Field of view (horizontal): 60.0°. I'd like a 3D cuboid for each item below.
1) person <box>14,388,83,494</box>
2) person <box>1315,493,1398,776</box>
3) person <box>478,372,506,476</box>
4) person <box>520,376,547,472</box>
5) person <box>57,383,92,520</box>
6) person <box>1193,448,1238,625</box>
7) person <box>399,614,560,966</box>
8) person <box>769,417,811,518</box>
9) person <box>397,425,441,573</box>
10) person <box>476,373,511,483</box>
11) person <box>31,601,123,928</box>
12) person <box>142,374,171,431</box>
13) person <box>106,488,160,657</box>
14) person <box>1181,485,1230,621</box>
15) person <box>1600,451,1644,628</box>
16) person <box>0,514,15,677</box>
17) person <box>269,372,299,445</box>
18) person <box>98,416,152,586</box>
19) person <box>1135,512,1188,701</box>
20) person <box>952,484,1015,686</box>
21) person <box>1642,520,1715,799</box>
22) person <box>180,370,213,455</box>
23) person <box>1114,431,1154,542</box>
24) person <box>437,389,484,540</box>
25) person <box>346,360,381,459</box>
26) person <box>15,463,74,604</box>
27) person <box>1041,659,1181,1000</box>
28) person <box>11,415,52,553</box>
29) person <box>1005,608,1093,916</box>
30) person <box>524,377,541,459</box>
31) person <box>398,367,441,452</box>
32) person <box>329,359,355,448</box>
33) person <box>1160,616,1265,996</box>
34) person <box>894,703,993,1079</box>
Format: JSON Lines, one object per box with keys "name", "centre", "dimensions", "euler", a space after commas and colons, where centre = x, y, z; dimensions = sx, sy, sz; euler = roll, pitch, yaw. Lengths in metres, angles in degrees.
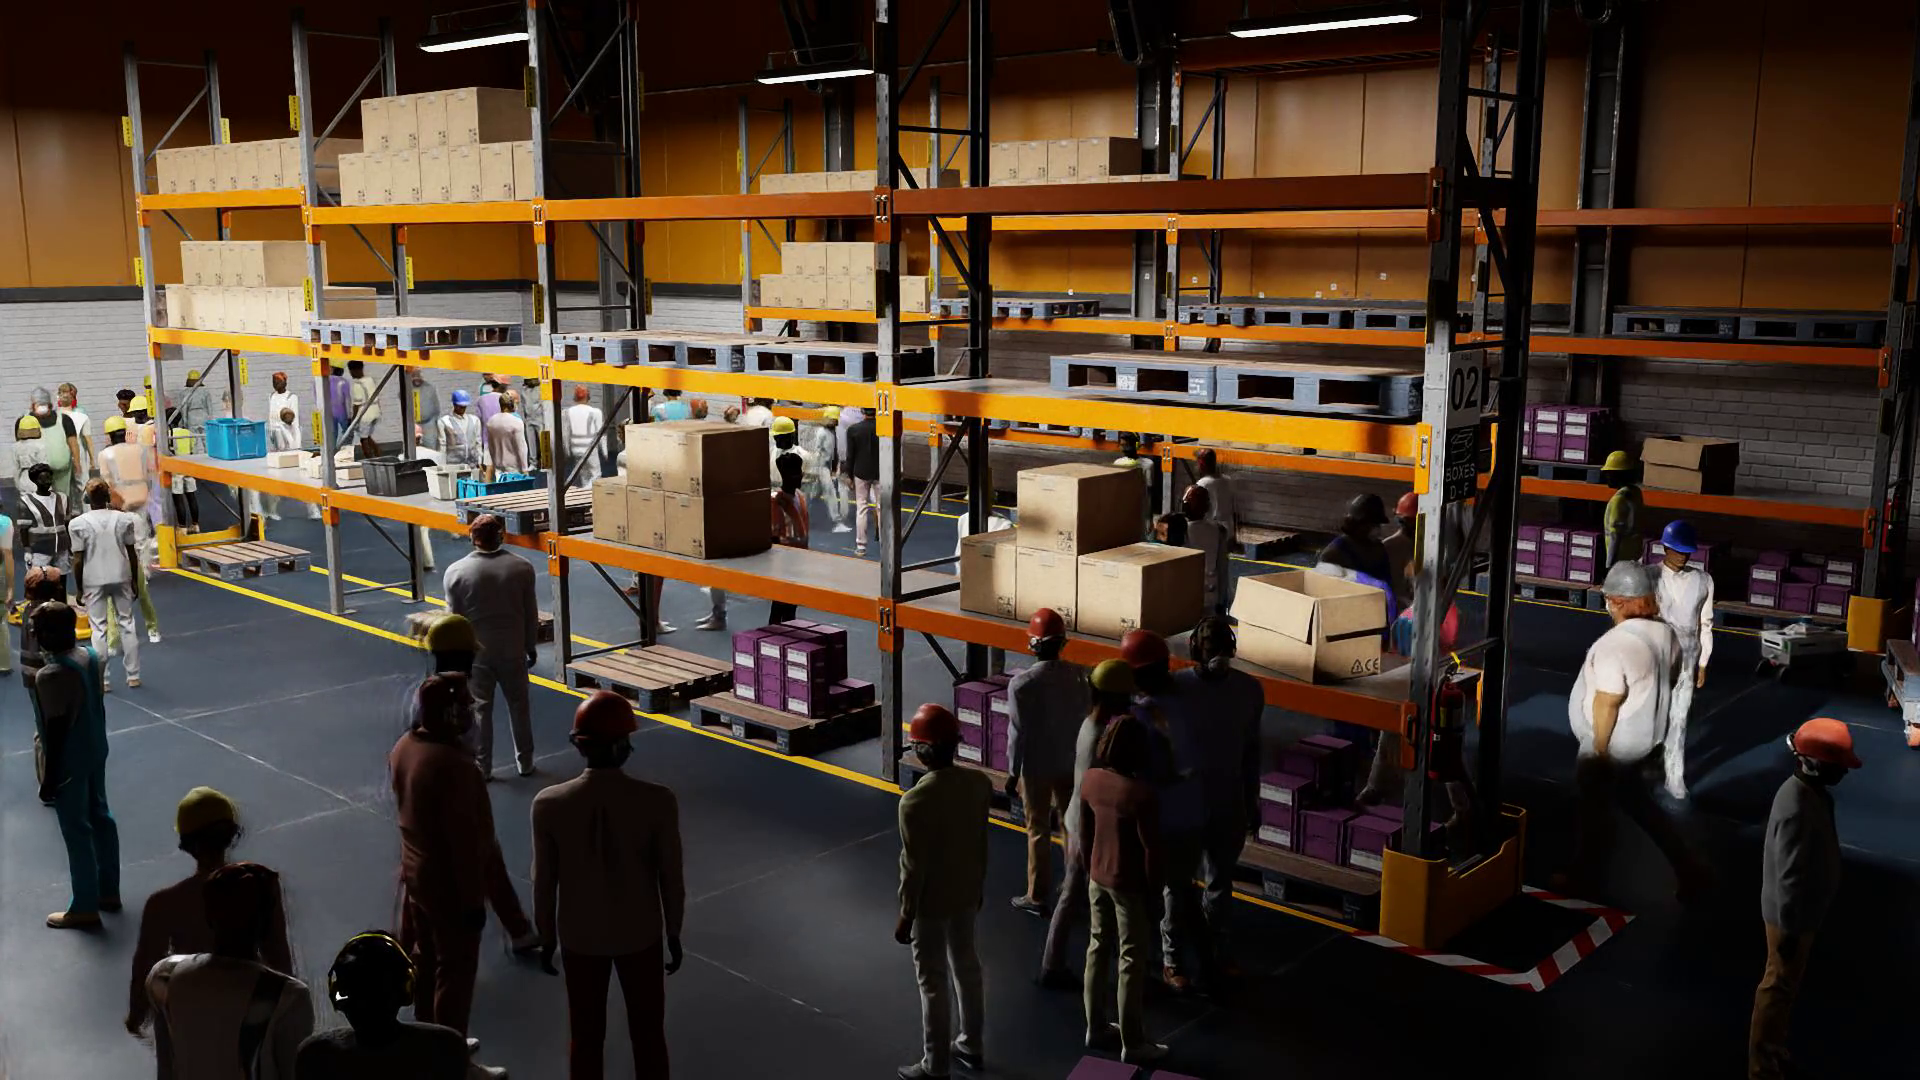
{"name": "person", "centre": [-11.689, -1.000, 21.345], "dimensions": [0.690, 2.000, 1.015], "euler": [-7, 12, -35]}
{"name": "person", "centre": [2.980, 0.659, 11.966], "dimensions": [0.694, 2.000, 0.753], "euler": [-9, 14, -43]}
{"name": "person", "centre": [-7.680, -1.954, 27.334], "dimensions": [0.501, 1.839, 0.340], "euler": [4, 11, 23]}
{"name": "person", "centre": [-7.148, -2.001, 27.879], "dimensions": [0.481, 1.730, 0.364], "euler": [3, 10, 15]}
{"name": "person", "centre": [-12.031, -1.168, 22.587], "dimensions": [0.631, 1.940, 0.372], "euler": [8, 13, 37]}
{"name": "person", "centre": [2.389, -0.010, 16.405], "dimensions": [0.838, 1.804, 0.598], "euler": [9, 14, 43]}
{"name": "person", "centre": [-2.549, 1.322, 8.656], "dimensions": [0.941, 1.886, 0.598], "euler": [0, 10, 2]}
{"name": "person", "centre": [-1.904, -0.405, 18.317], "dimensions": [0.586, 1.921, 0.383], "euler": [7, 12, 35]}
{"name": "person", "centre": [-6.384, -0.504, 19.424], "dimensions": [0.851, 1.713, 0.594], "euler": [9, 13, 42]}
{"name": "person", "centre": [-6.603, -1.421, 23.785], "dimensions": [0.630, 2.027, 0.439], "euler": [3, 10, 17]}
{"name": "person", "centre": [-4.936, 1.238, 9.256], "dimensions": [0.346, 1.843, 0.506], "euler": [1, 10, 4]}
{"name": "person", "centre": [-12.687, -1.729, 26.246], "dimensions": [0.533, 1.767, 0.327], "euler": [2, 10, 12]}
{"name": "person", "centre": [-7.805, 0.265, 15.529], "dimensions": [0.563, 1.570, 0.896], "euler": [0, 10, -1]}
{"name": "person", "centre": [1.884, 0.499, 13.354], "dimensions": [0.595, 1.893, 0.403], "euler": [-4, 11, -23]}
{"name": "person", "centre": [6.062, 0.132, 15.317], "dimensions": [0.404, 1.917, 0.583], "euler": [8, 13, 38]}
{"name": "person", "centre": [-8.396, 0.376, 14.243], "dimensions": [0.590, 1.808, 0.933], "euler": [-4, 11, -21]}
{"name": "person", "centre": [-10.272, -1.617, 25.312], "dimensions": [0.568, 1.878, 0.351], "euler": [6, 12, 30]}
{"name": "person", "centre": [-9.324, -0.436, 18.587], "dimensions": [0.734, 1.893, 0.597], "euler": [8, 13, 40]}
{"name": "person", "centre": [1.527, 0.698, 12.347], "dimensions": [0.429, 1.833, 0.636], "euler": [-8, 13, -39]}
{"name": "person", "centre": [0.194, 0.377, 14.147], "dimensions": [0.591, 1.833, 0.404], "euler": [8, 13, 38]}
{"name": "person", "centre": [4.829, 0.816, 11.374], "dimensions": [0.604, 1.939, 0.416], "euler": [1, 10, 4]}
{"name": "person", "centre": [-12.619, -1.942, 27.510], "dimensions": [0.494, 1.743, 0.304], "euler": [-7, 12, -35]}
{"name": "person", "centre": [1.830, -0.248, 17.626], "dimensions": [0.533, 1.855, 0.335], "euler": [8, 13, 37]}
{"name": "person", "centre": [-6.459, -0.986, 21.534], "dimensions": [0.603, 1.946, 0.389], "euler": [-9, 14, -43]}
{"name": "person", "centre": [-9.862, -2.041, 27.535], "dimensions": [0.411, 1.946, 0.657], "euler": [1, 10, 7]}
{"name": "person", "centre": [-8.845, 0.094, 16.133], "dimensions": [0.318, 1.697, 0.535], "euler": [6, 11, 29]}
{"name": "person", "centre": [0.782, 1.450, 8.351], "dimensions": [0.812, 1.728, 0.541], "euler": [1, 10, 6]}
{"name": "person", "centre": [-11.196, -0.637, 20.132], "dimensions": [0.483, 1.745, 0.301], "euler": [2, 10, 13]}
{"name": "person", "centre": [0.493, 1.249, 9.437], "dimensions": [0.563, 1.753, 0.335], "euler": [-6, 11, -29]}
{"name": "person", "centre": [-7.525, -2.353, 29.363], "dimensions": [0.437, 1.903, 0.586], "euler": [3, 10, 14]}
{"name": "person", "centre": [-8.756, -1.901, 27.026], "dimensions": [0.675, 1.842, 0.849], "euler": [-5, 11, -27]}
{"name": "person", "centre": [-10.514, -2.146, 28.242], "dimensions": [0.593, 1.896, 0.600], "euler": [3, 10, 14]}
{"name": "person", "centre": [1.257, 1.333, 8.443], "dimensions": [0.631, 1.940, 0.372], "euler": [-3, 11, -18]}
{"name": "person", "centre": [-0.101, 1.591, 7.515], "dimensions": [0.345, 1.746, 0.573], "euler": [9, 13, 40]}
